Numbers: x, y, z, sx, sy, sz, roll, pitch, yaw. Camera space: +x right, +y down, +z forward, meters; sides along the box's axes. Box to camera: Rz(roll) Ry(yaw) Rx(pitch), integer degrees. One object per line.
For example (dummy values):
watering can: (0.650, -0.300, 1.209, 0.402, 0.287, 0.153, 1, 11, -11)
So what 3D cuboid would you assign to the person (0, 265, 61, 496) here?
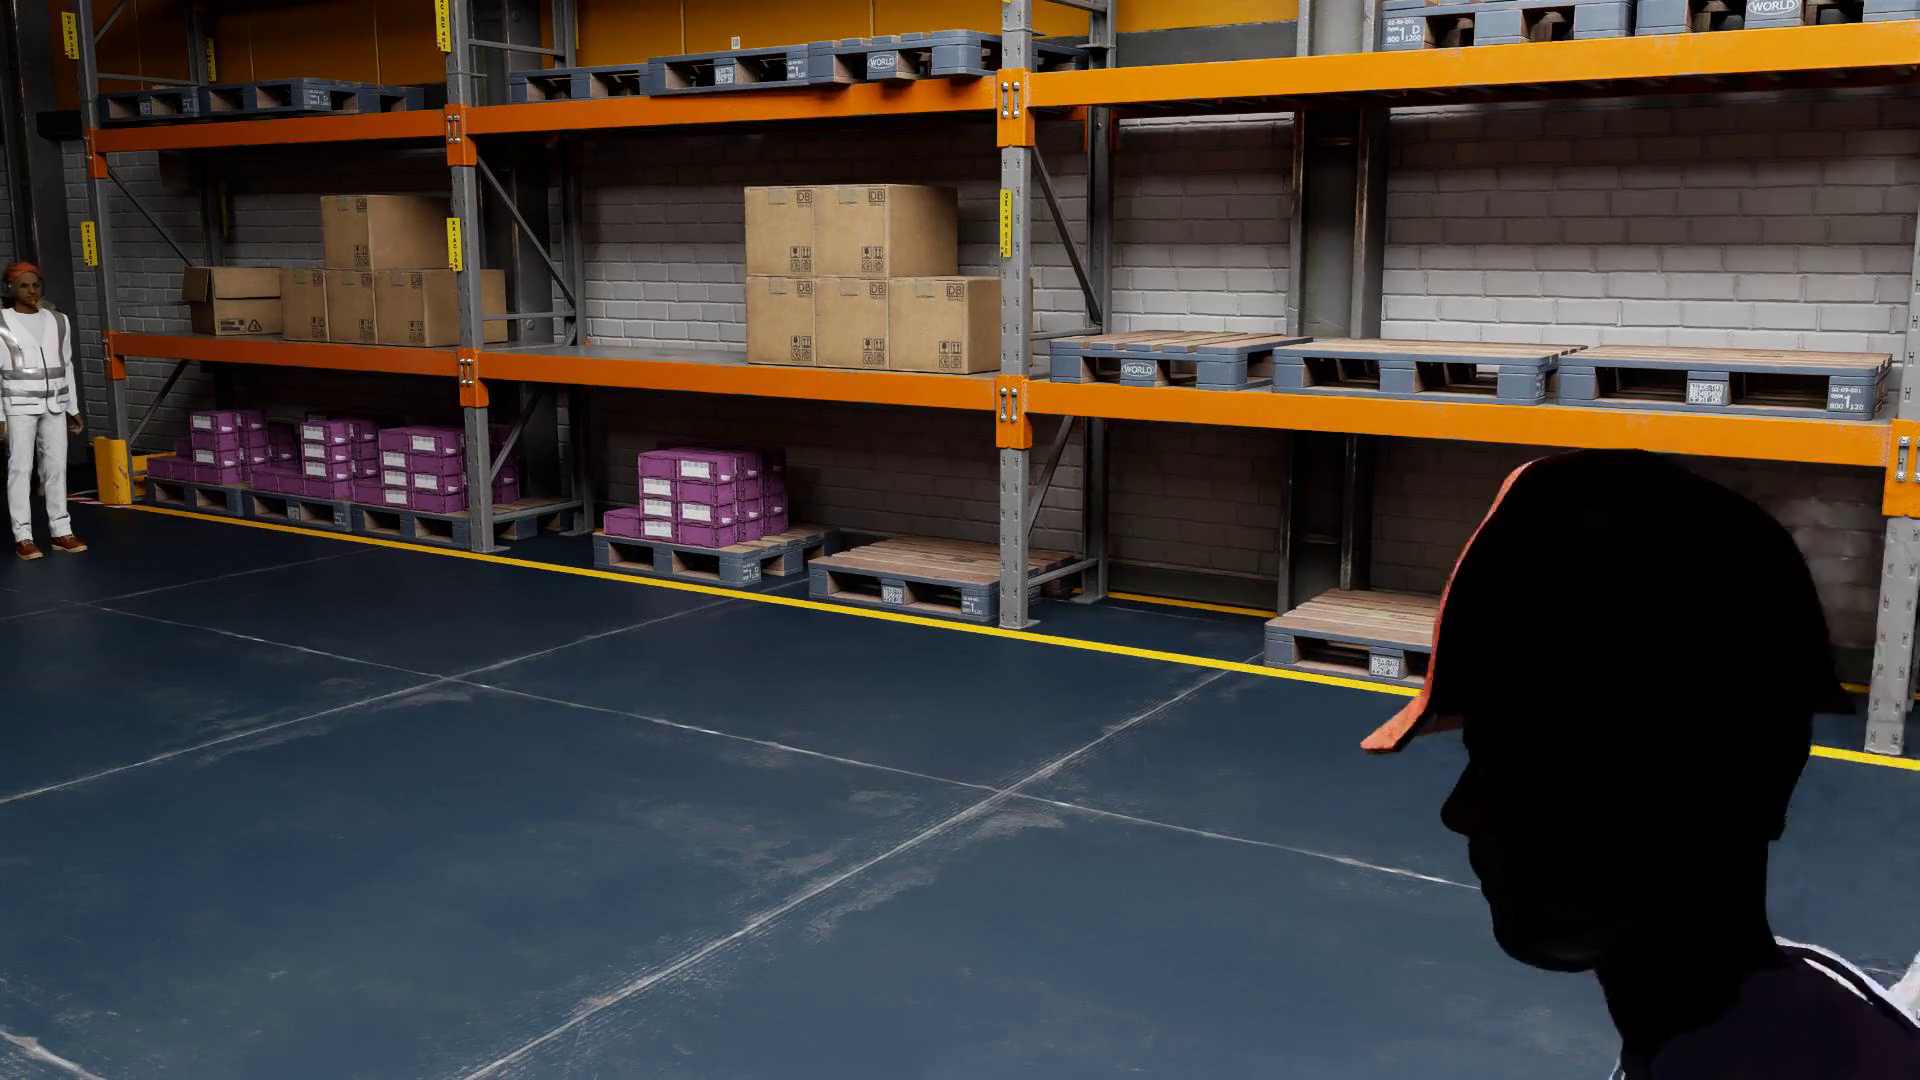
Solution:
person: (-7.423, -1.264, 13.223, 0.644, 1.830, 0.569, -5, 11, -25)

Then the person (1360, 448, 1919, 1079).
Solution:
person: (0.377, 0.889, 1.110, 0.932, 1.889, 0.553, 5, 12, 27)

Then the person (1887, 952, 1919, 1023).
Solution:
person: (2.335, 0.447, 3.558, 1.022, 1.887, 0.656, 7, 13, 35)

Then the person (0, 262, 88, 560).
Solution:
person: (-5.911, -0.825, 10.636, 0.343, 1.882, 0.585, 6, 12, 31)
